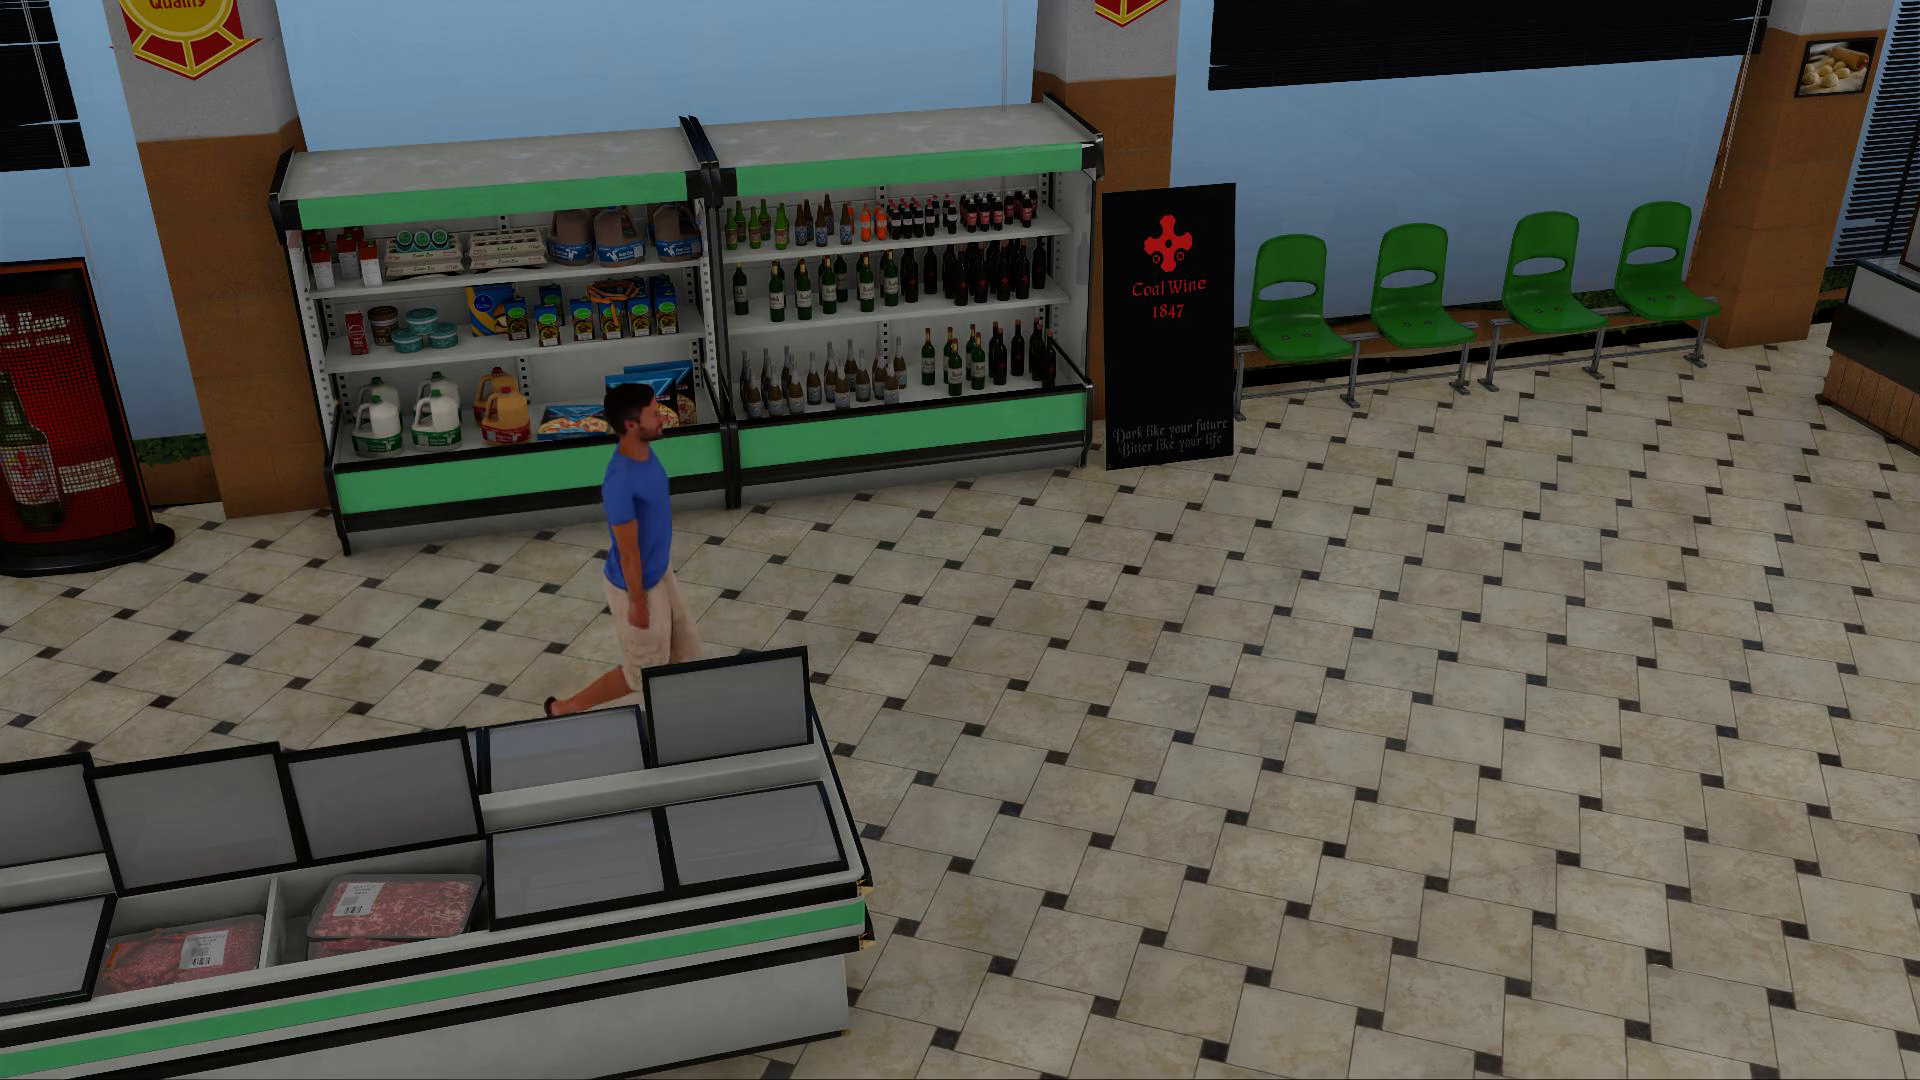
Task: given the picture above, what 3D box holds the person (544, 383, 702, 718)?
[{"bbox_3d":[-1.479,0.180,7.278,1.101,1.840,0.820,0,29,0],"label":"person"}]
